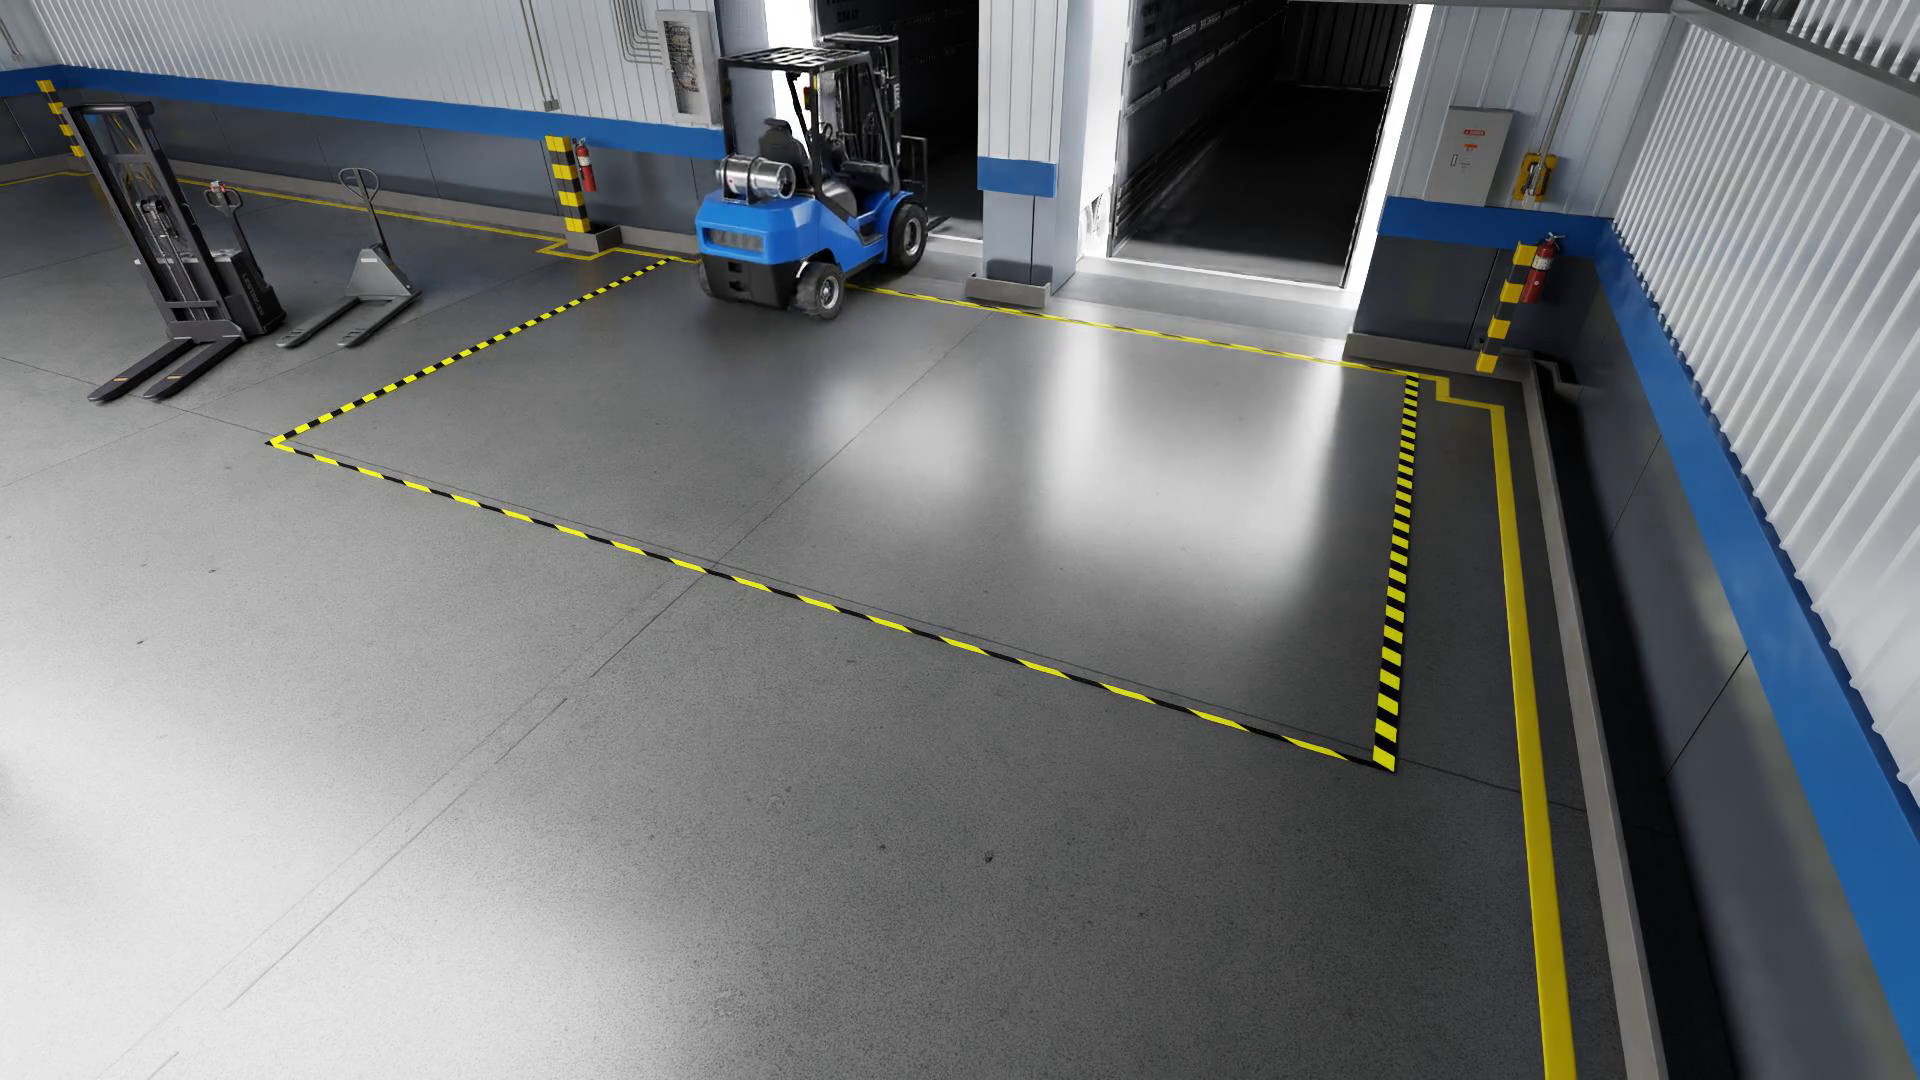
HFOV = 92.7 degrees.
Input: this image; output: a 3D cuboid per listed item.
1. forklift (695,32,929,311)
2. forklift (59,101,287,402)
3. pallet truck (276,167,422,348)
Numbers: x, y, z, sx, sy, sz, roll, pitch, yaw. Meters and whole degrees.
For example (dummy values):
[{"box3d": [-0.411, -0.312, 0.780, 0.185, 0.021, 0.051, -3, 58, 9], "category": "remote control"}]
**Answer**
[{"box3d": [-1.434, -3.661, 8.928, 1.157, 2.036, 2.680, 16, 38, 21], "category": "forklift"}, {"box3d": [-6.686, -2.387, 7.434, 0.823, 1.965, 1.885, -3, 35, -5], "category": "forklift"}, {"box3d": [-5.732, -2.611, 8.414, 0.680, 1.201, 1.601, -1, 35, -1], "category": "pallet truck"}]
